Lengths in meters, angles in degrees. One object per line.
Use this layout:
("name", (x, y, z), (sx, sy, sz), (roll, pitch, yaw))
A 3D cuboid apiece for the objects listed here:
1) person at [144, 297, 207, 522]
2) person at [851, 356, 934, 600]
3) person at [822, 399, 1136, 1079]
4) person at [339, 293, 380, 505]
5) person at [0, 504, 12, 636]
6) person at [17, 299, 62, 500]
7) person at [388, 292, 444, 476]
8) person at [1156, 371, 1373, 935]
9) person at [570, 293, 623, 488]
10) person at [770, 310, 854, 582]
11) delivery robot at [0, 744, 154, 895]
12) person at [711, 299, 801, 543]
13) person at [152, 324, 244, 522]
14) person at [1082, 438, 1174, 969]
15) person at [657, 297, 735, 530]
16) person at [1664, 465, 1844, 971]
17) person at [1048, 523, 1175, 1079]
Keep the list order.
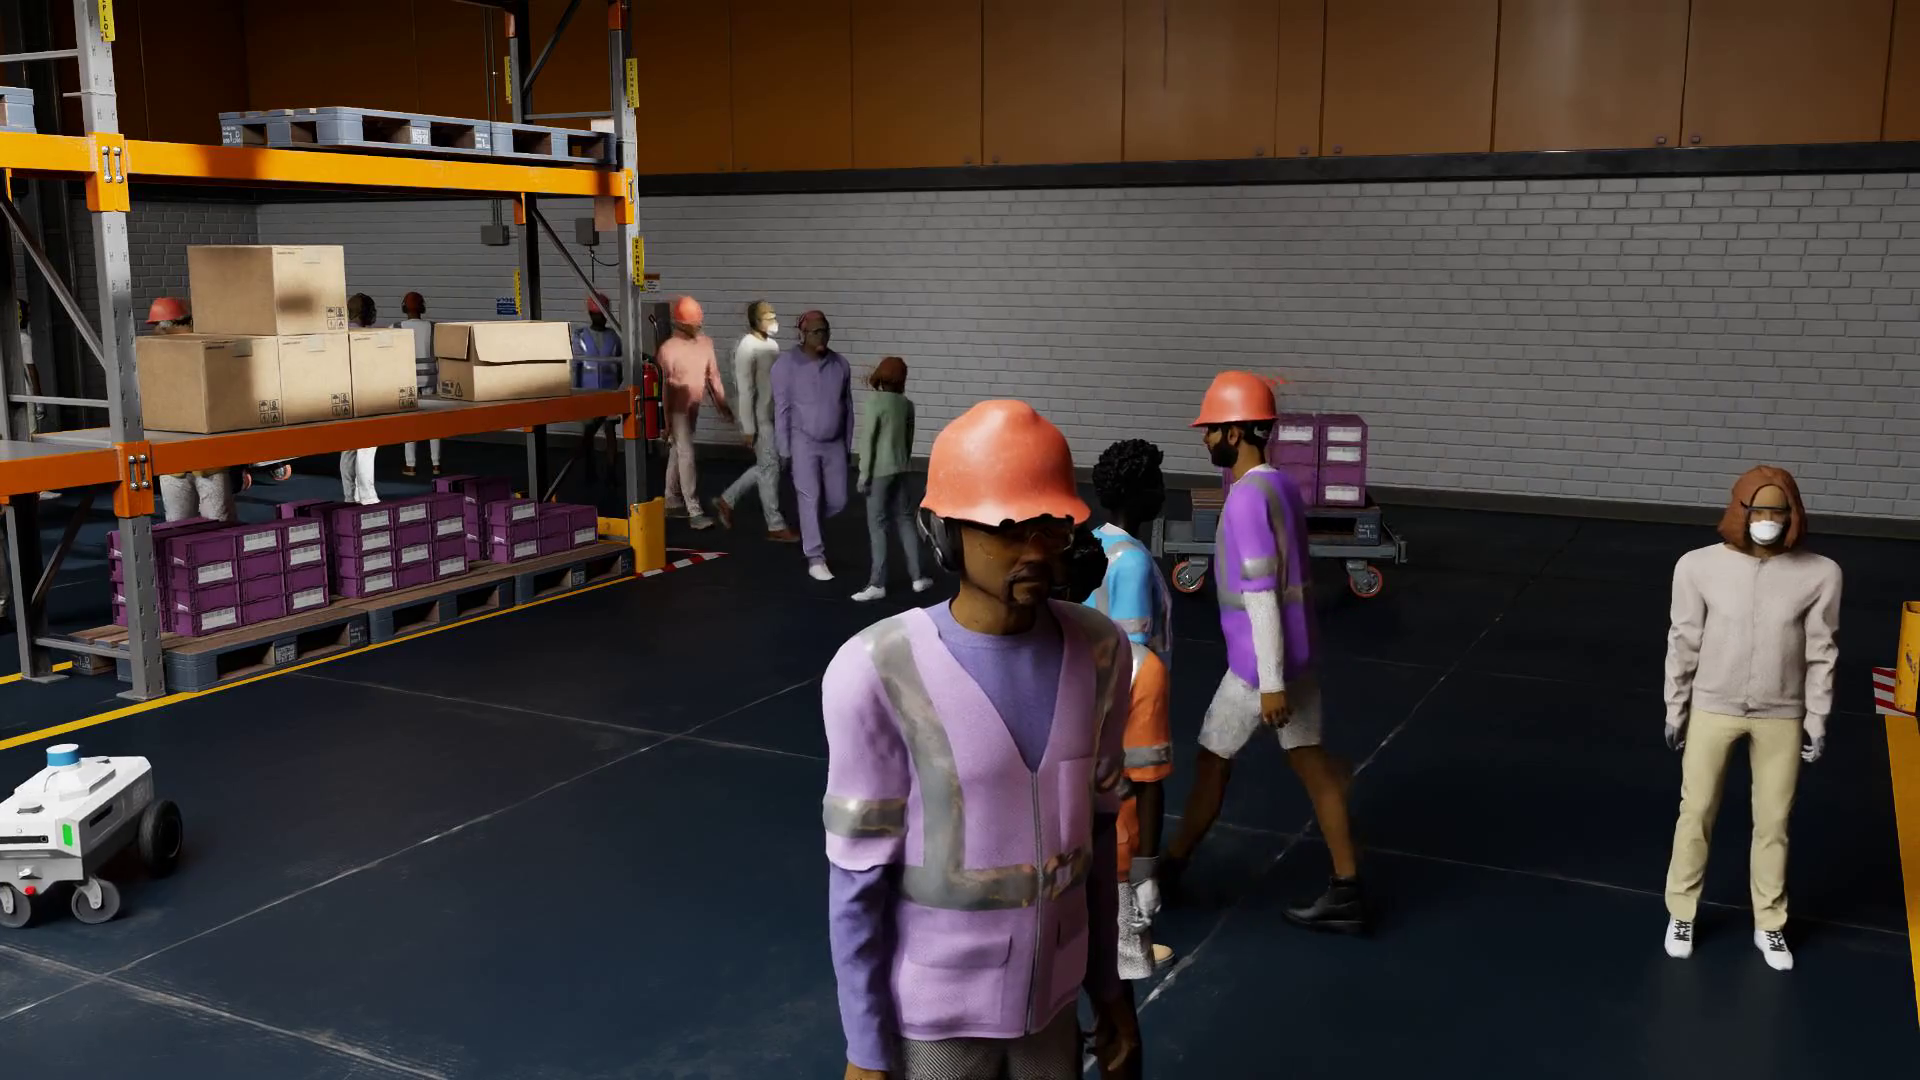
("person", (-5.605, -0.727, 11.797), (0.890, 1.957, 0.627), (-1, 10, -4))
("person", (-0.478, -0.408, 11.026), (0.350, 1.597, 0.624), (7, 12, 34))
("person", (0.062, 0.777, 2.870), (0.609, 2.044, 0.394), (-6, 12, -33))
("person", (-5.236, -1.185, 14.554), (0.625, 1.933, 0.359), (8, 13, 41))
("person", (-5.923, -0.326, 9.861), (0.586, 1.835, 0.404), (0, 10, 1))
("person", (-8.654, -1.287, 15.342), (0.517, 1.865, 0.327), (3, 10, 17))
("person", (-5.571, -1.602, 17.105), (0.584, 1.882, 0.346), (-5, 11, -28))
("person", (0.966, 0.379, 5.628), (1.000, 1.875, 0.555), (5, 11, 28))
("person", (-3.581, -1.494, 16.456), (0.546, 1.901, 0.964), (-3, 10, -16))
("person", (-1.036, -0.674, 11.733), (0.646, 1.888, 0.645), (-7, 12, -34))
("delivery robot", (-3.130, 0.961, 5.839), (0.477, 0.478, 0.707), (-1, 10, -4))
("person", (-1.616, -0.937, 13.142), (0.756, 1.922, 0.635), (2, 10, 12))
("person", (-4.888, -0.455, 10.621), (0.630, 1.836, 0.430), (-1, 10, -4))
("person", (0.528, 0.518, 5.370), (0.315, 1.695, 0.541), (-1, 10, -8))
("person", (-2.272, -1.061, 13.911), (0.883, 1.913, 0.702), (5, 11, 24))
("person", (2.507, 0.565, 5.311), (0.493, 1.626, 0.285), (3, 10, 18))
("person", (0.245, 0.766, 3.969), (0.536, 1.690, 0.322), (5, 11, 25))
